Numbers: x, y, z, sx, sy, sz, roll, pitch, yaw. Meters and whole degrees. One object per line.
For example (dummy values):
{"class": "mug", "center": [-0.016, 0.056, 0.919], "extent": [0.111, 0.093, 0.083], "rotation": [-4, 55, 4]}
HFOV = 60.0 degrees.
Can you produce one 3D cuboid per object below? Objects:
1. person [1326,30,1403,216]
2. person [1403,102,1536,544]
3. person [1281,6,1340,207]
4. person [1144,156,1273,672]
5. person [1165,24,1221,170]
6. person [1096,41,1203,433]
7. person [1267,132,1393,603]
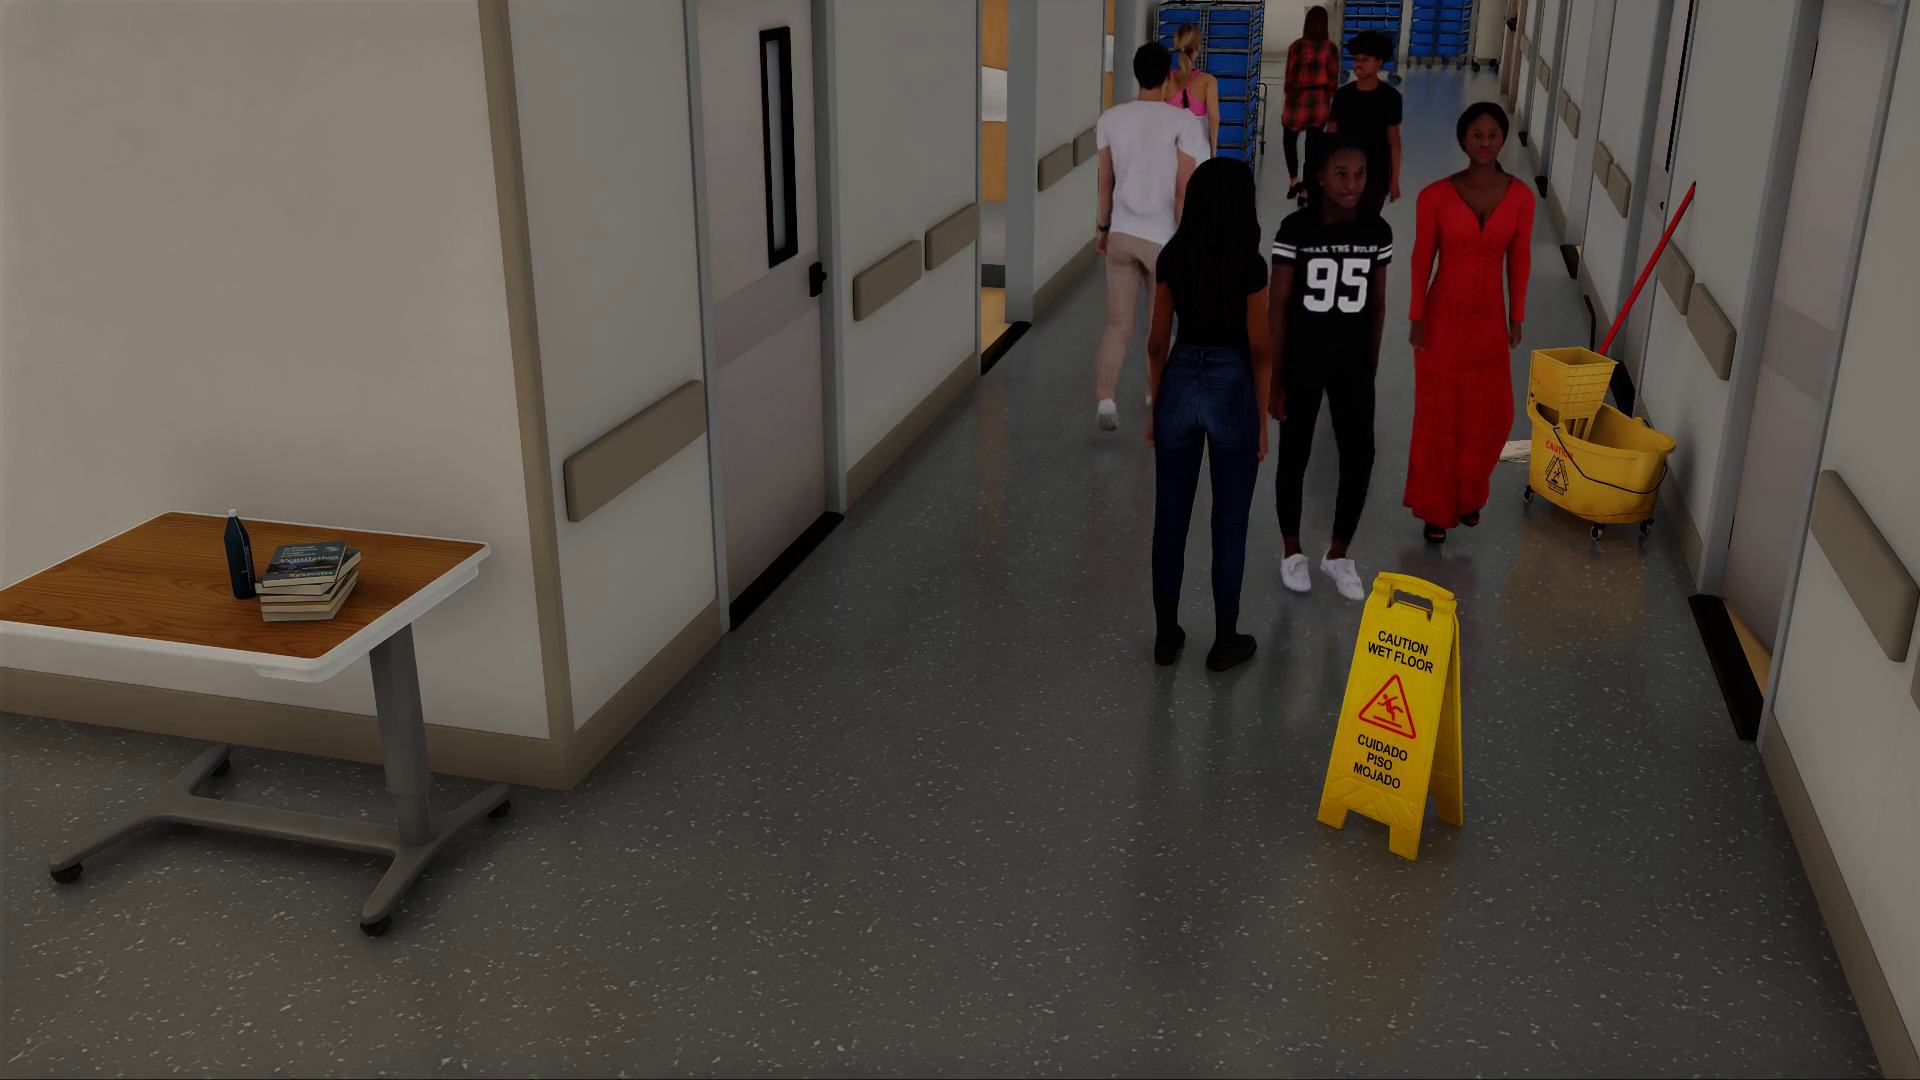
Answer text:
{"class": "person", "center": [2.609, -2.335, 10.661], "extent": [0.939, 1.742, 1.183], "rotation": [16, 26, 35]}
{"class": "person", "center": [2.020, -0.858, 6.718], "extent": [0.666, 1.773, 0.705], "rotation": [2, 21, 6]}
{"class": "person", "center": [3.034, -3.754, 14.475], "extent": [0.679, 1.695, 0.664], "rotation": [2, 21, 4]}
{"class": "person", "center": [0.825, -0.405, 5.572], "extent": [0.603, 1.739, 0.566], "rotation": [9, 22, 22]}
{"class": "person", "center": [1.466, -2.452, 10.908], "extent": [0.604, 1.786, 0.509], "rotation": [6, 22, 16]}
{"class": "person", "center": [0.862, -1.432, 8.125], "extent": [0.756, 1.850, 1.250], "rotation": [7, 22, 19]}
{"class": "person", "center": [1.322, -0.648, 6.241], "extent": [0.712, 1.719, 0.750], "rotation": [-1, 21, -2]}
